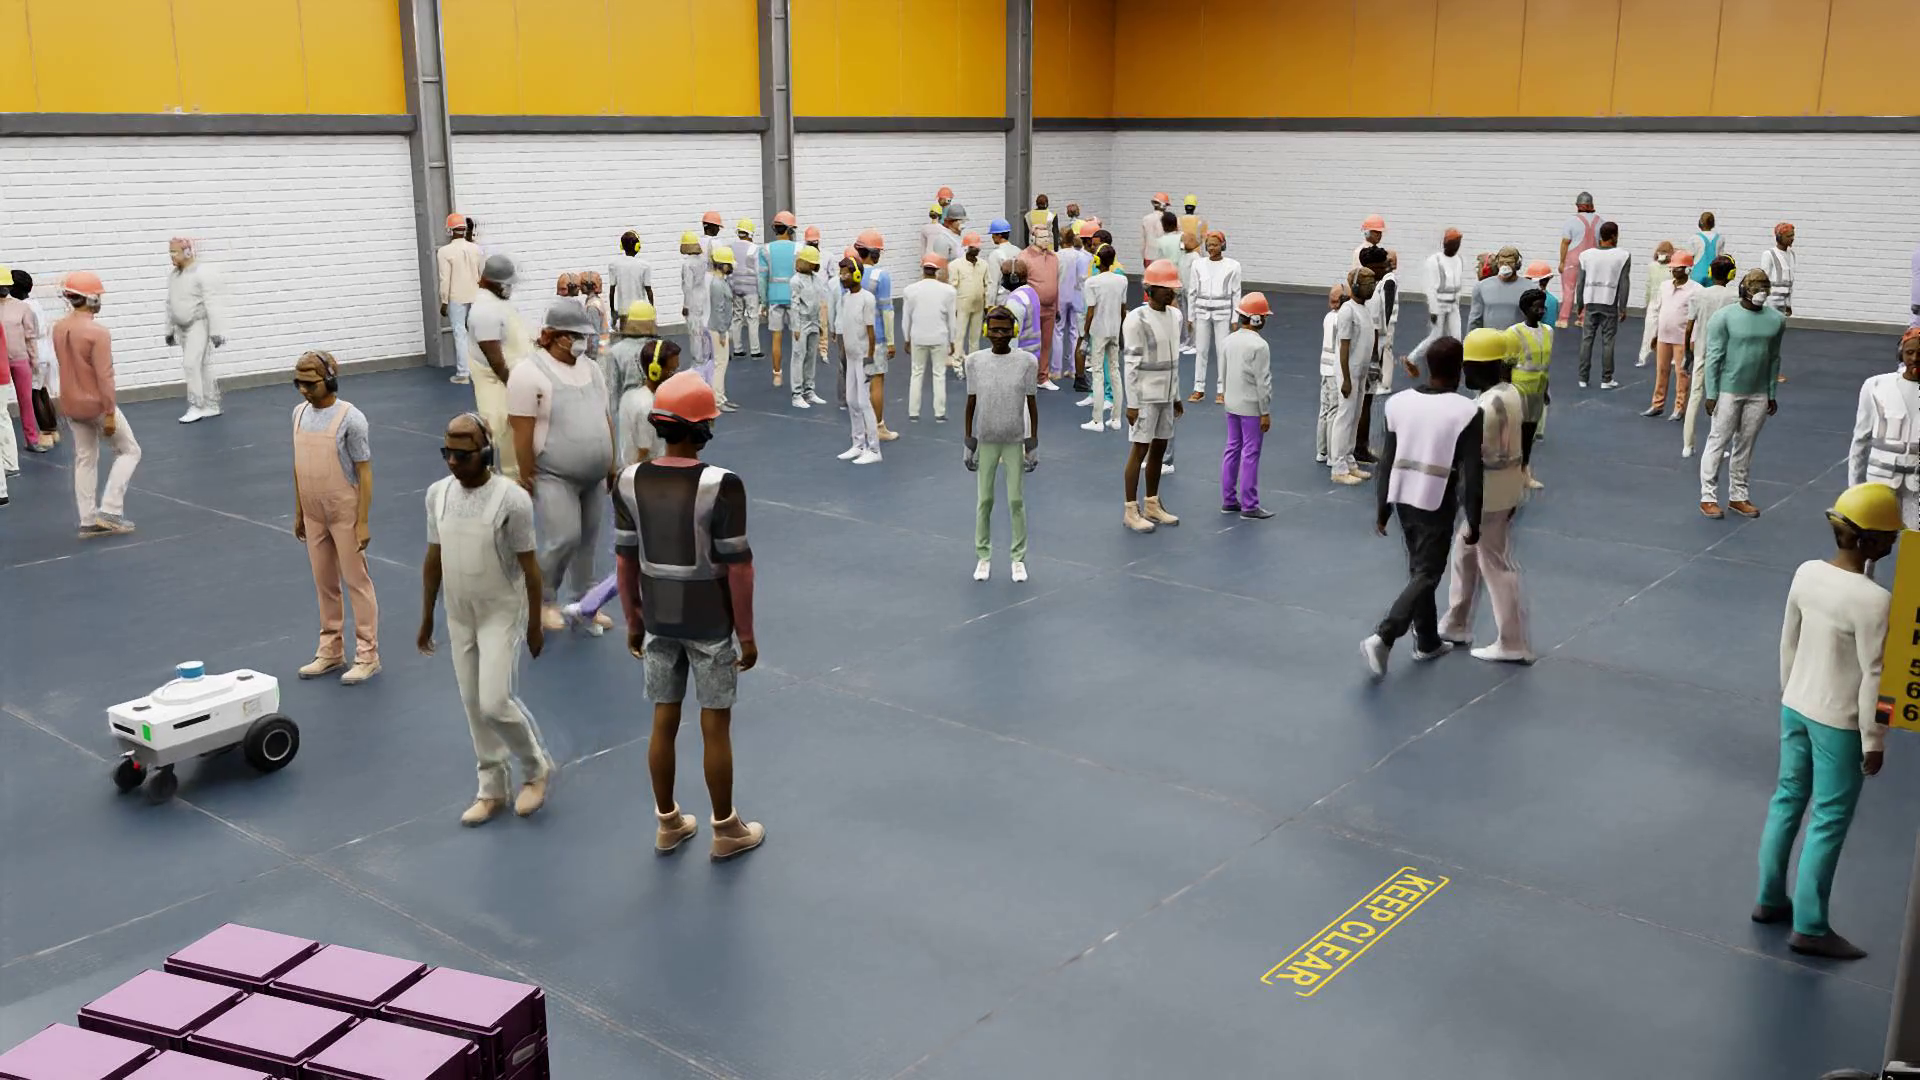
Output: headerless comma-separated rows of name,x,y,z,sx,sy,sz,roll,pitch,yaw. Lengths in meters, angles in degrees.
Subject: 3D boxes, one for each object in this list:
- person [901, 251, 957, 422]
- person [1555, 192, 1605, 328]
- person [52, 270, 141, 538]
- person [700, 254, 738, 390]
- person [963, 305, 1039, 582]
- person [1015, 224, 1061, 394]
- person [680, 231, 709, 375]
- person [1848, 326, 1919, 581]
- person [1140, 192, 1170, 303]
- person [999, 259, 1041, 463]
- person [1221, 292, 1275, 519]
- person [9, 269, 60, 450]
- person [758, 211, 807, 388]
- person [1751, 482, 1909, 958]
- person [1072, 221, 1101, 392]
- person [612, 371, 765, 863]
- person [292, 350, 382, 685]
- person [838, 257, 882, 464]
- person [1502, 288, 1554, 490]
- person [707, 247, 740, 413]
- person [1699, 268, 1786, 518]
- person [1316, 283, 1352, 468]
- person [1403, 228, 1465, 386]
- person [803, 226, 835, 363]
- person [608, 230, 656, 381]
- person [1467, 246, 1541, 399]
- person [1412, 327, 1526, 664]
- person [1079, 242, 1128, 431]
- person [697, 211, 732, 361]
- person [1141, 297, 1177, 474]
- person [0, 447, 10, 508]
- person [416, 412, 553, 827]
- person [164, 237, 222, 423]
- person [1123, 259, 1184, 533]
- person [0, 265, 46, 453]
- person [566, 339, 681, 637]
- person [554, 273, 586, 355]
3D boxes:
person,-0.317,-2.082,17.098,0.569,1.742,0.352,1,14,4
person,9.308,-4.222,25.047,0.686,2.000,0.535,-3,14,-11
person,-6.392,-0.991,12.276,0.621,1.977,0.464,6,15,23
person,-2.613,-2.266,17.864,0.457,1.725,0.574,-7,16,-26
person,0.274,-0.641,11.105,0.510,1.863,0.326,2,14,6
person,0.909,-2.635,18.978,0.648,1.907,0.409,-12,18,-40
person,-3.272,-2.899,20.364,0.289,1.742,0.491,4,15,15
person,5.553,-0.321,9.796,0.587,1.879,0.396,8,16,28
person,3.081,-4.387,25.818,0.611,1.985,0.393,13,19,43
person,0.510,-1.619,15.069,0.429,1.836,0.626,4,15,16
person,2.246,-1.043,12.921,0.326,1.752,0.561,-7,16,-25
person,-8.758,-1.707,15.719,0.320,1.685,0.539,-4,15,-15
person,-2.023,-2.778,19.289,0.609,2.035,0.404,1,14,4
person,3.230,0.653,6.129,0.331,1.765,0.533,-2,14,-7
person,1.469,-2.669,19.044,0.361,1.939,0.542,1,14,3
person,-1.110,0.326,6.865,0.605,2.045,0.388,5,15,21
person,-3.425,-0.124,9.074,0.504,1.842,0.345,6,15,22
person,-0.924,-1.620,15.036,0.327,1.853,0.527,-9,17,-33
person,4.704,-1.240,13.827,0.537,1.696,0.317,-8,16,-28
person,-2.509,-2.226,17.657,0.343,1.754,0.531,-1,14,-6
person,6.066,-1.134,12.911,0.632,1.940,0.372,-2,14,-10
person,3.369,-1.465,14.844,0.308,1.641,0.511,-2,14,-8
person,5.631,-2.751,19.578,0.584,1.857,0.769,-8,16,-28
person,-1.864,-3.125,21.244,0.571,1.749,0.343,-1,14,-6
person,-3.635,-2.487,18.481,0.535,1.859,0.309,2,14,6
person,4.958,-1.715,15.234,0.635,1.939,0.362,6,15,21
person,2.942,-0.247,9.425,0.702,1.901,0.618,8,16,29
person,1.425,-2.020,16.585,0.517,1.877,0.328,-8,16,-28
person,-3.204,-3.273,21.489,0.550,1.923,0.385,12,18,40
person,1.744,-1.392,14.562,0.265,1.632,0.508,-3,14,-10
person,-7.864,-1.138,13.173,0.590,1.824,0.404,12,18,40
person,-2.083,0.349,7.196,0.524,1.830,0.393,6,15,24
person,-7.965,-2.145,17.071,0.673,1.880,0.742,9,17,31
person,1.483,-1.082,12.493,0.391,2.040,0.615,14,19,43
person,-8.763,-1.645,15.327,0.338,1.761,0.525,13,19,42
person,-1.892,-0.257,9.638,0.737,1.834,0.583,-2,14,-6
person,-3.747,-1.747,15.990,0.314,1.629,0.509,-10,17,-35
